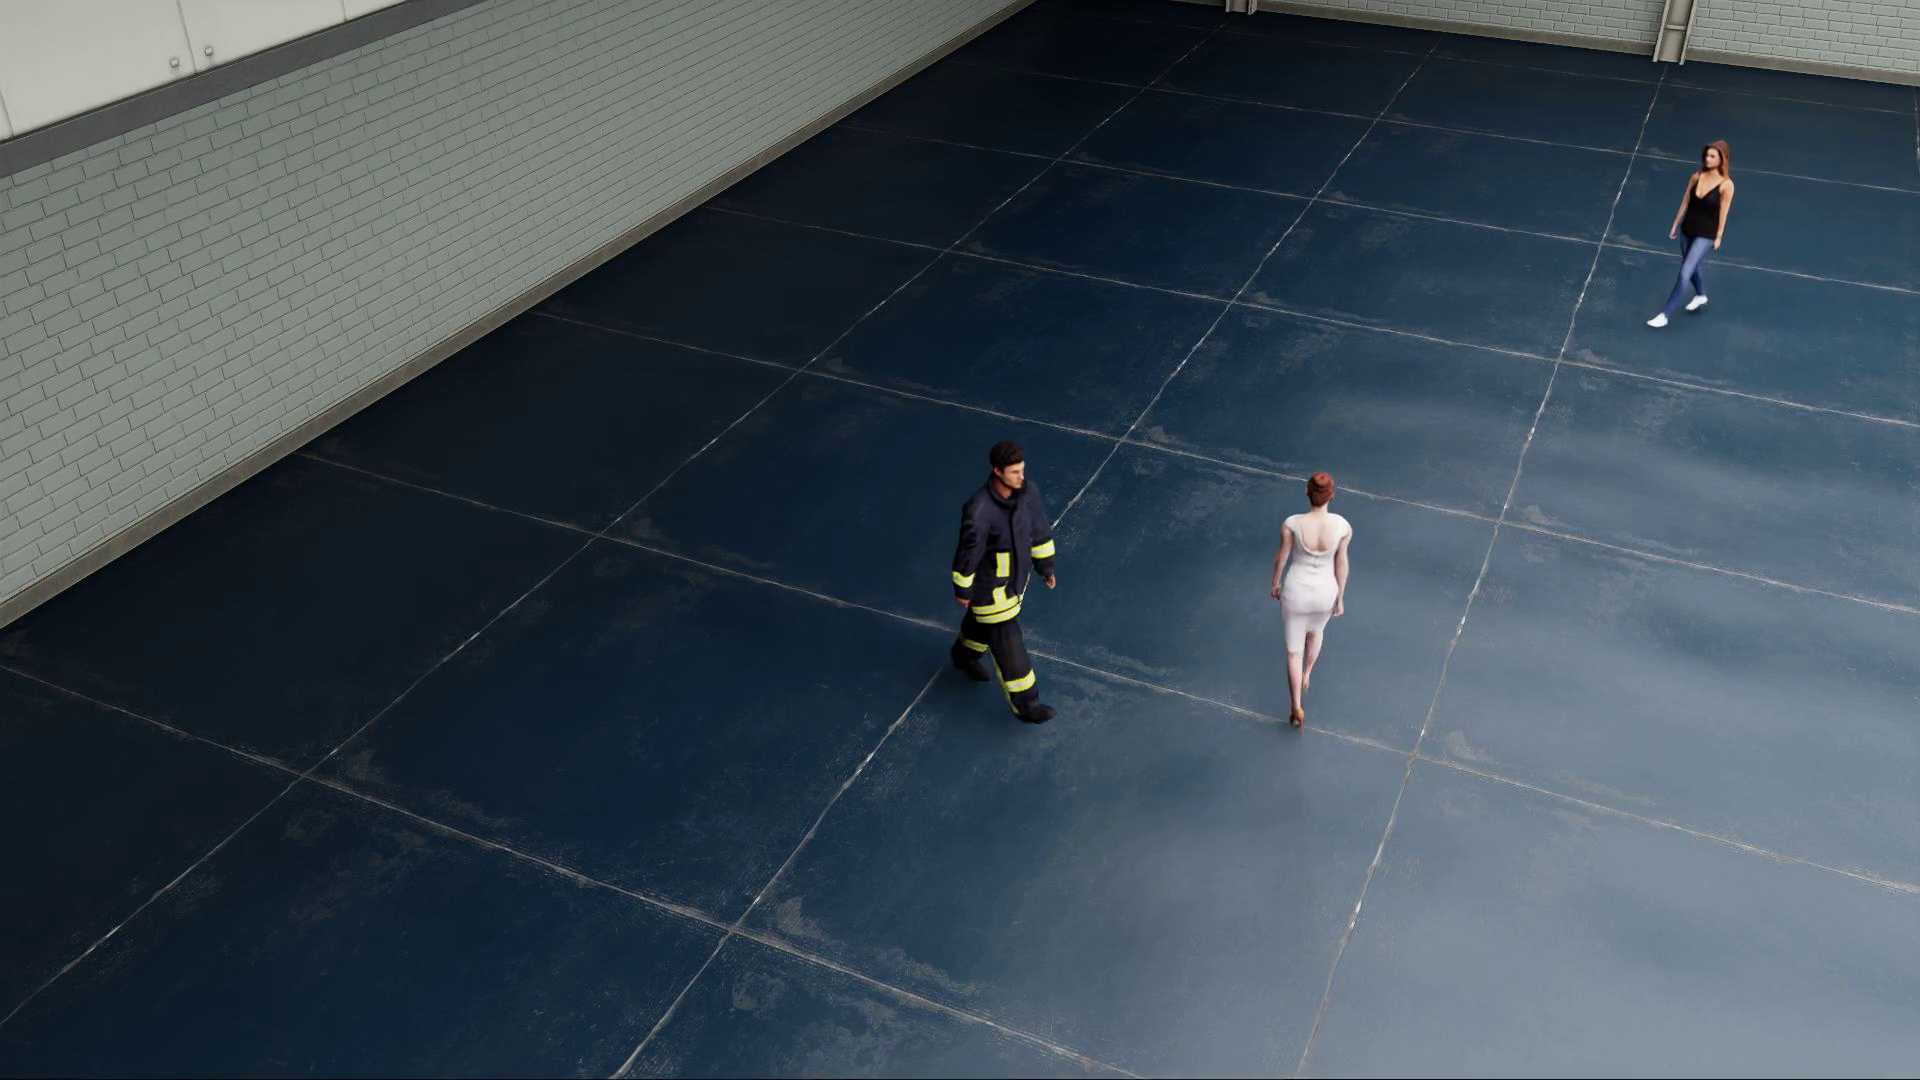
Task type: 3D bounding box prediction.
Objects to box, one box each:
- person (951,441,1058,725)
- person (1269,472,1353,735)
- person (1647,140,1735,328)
[{"bbox_3d":[0.165,0.186,10.168,1.292,1.870,1.004,25,40,34],"label":"person"},{"bbox_3d":[2.071,0.413,9.895,0.772,1.777,0.783,4,32,6],"label":"person"},{"bbox_3d":[6.728,-2.772,15.036,1.076,1.679,1.106,-16,36,-24],"label":"person"}]
